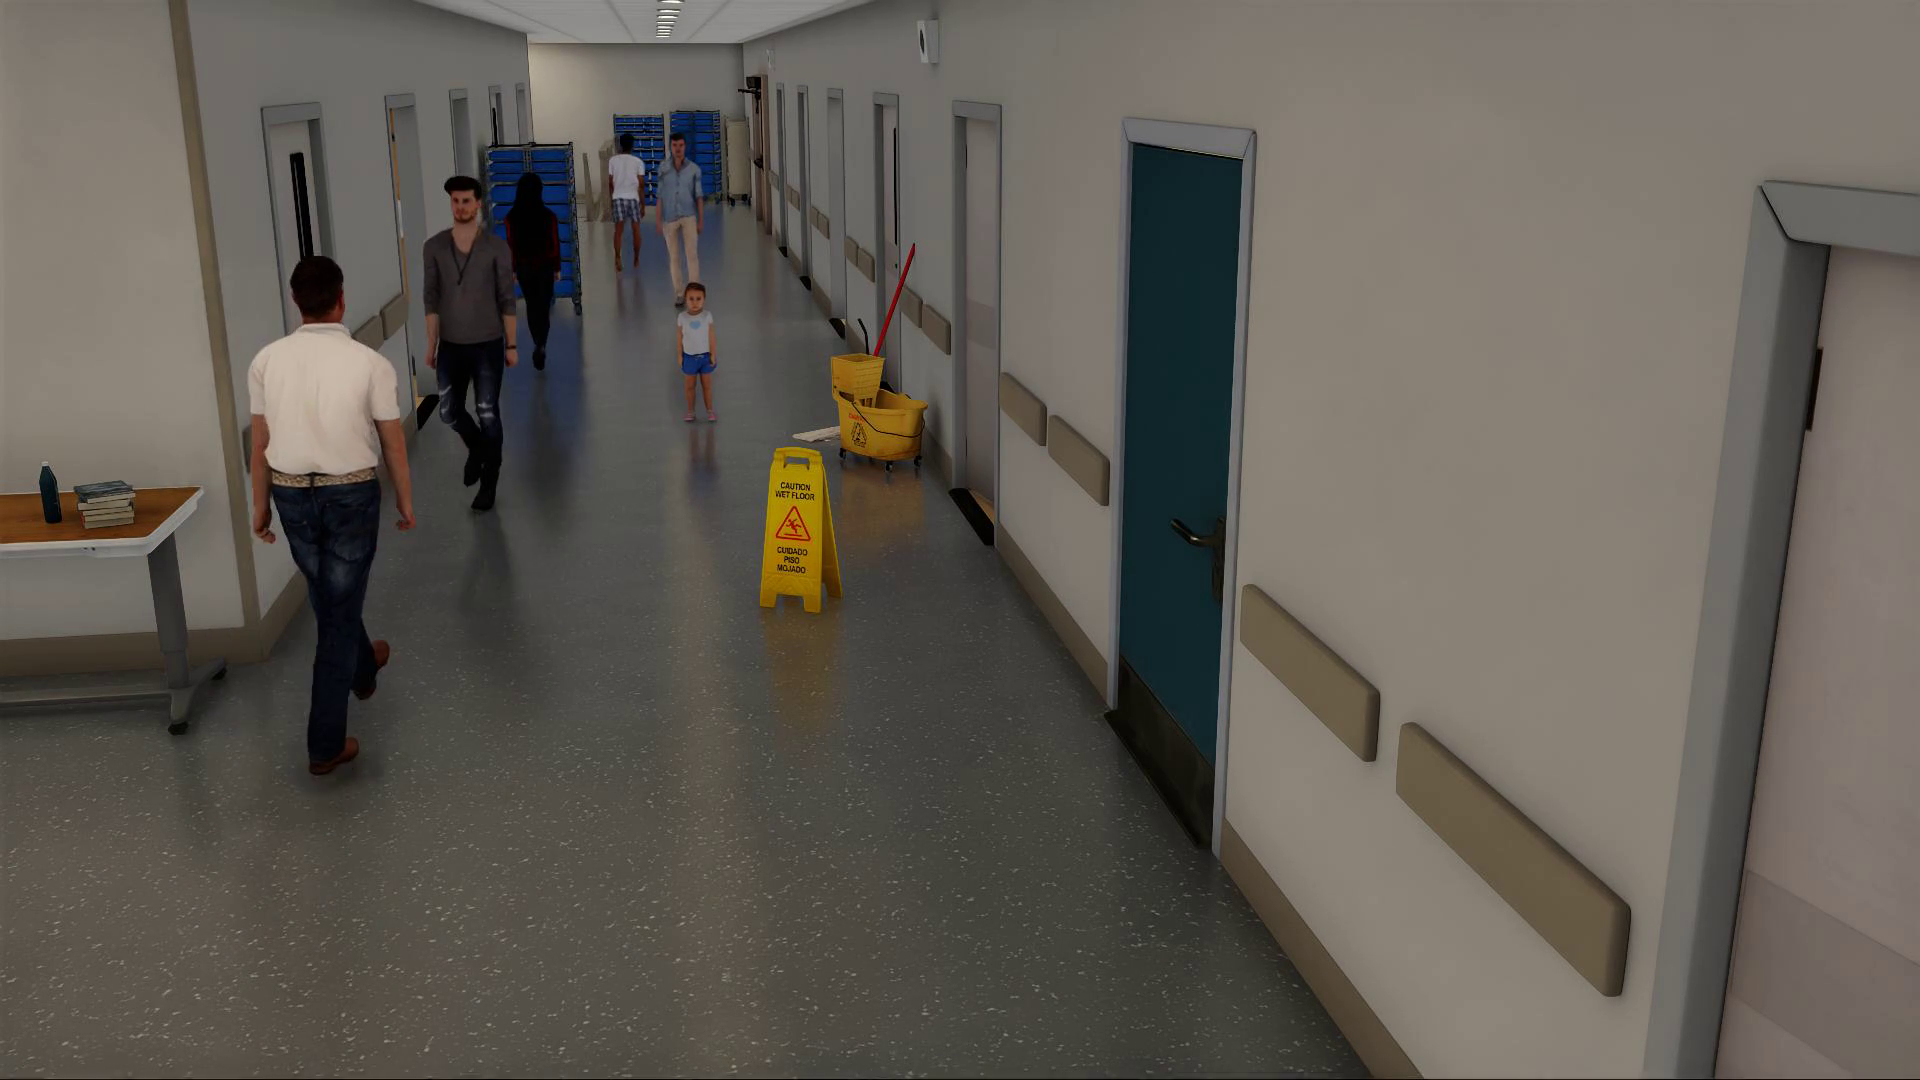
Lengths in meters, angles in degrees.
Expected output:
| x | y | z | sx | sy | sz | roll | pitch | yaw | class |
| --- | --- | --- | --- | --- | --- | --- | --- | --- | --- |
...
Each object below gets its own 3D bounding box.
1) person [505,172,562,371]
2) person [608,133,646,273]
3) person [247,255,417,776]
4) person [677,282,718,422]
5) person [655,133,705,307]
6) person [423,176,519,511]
| x | y | z | sx | sy | sz | roll | pitch | yaw | class |
| --- | --- | --- | --- | --- | --- | --- | --- | --- | --- |
| -3.562 | -2.220 | 13.981 | 0.605 | 1.617 | 1.063 | -2 | 16 | -7 | person |
| -4.212 | -4.210 | 20.894 | 0.766 | 1.697 | 1.149 | -1 | 16 | -2 | person |
| -2.295 | -0.051 | 5.959 | 0.787 | 1.796 | 1.275 | 0 | 16 | -2 | person |
| -1.902 | -1.361 | 12.038 | 0.434 | 1.018 | 0.436 | -1 | 16 | -4 | person |
| -3.028 | -3.464 | 17.998 | 0.704 | 1.832 | 0.717 | 0 | 16 | -1 | person |
| -2.818 | -1.151 | 9.680 | 0.769 | 1.893 | 0.878 | 0 | 16 | 0 | person |
